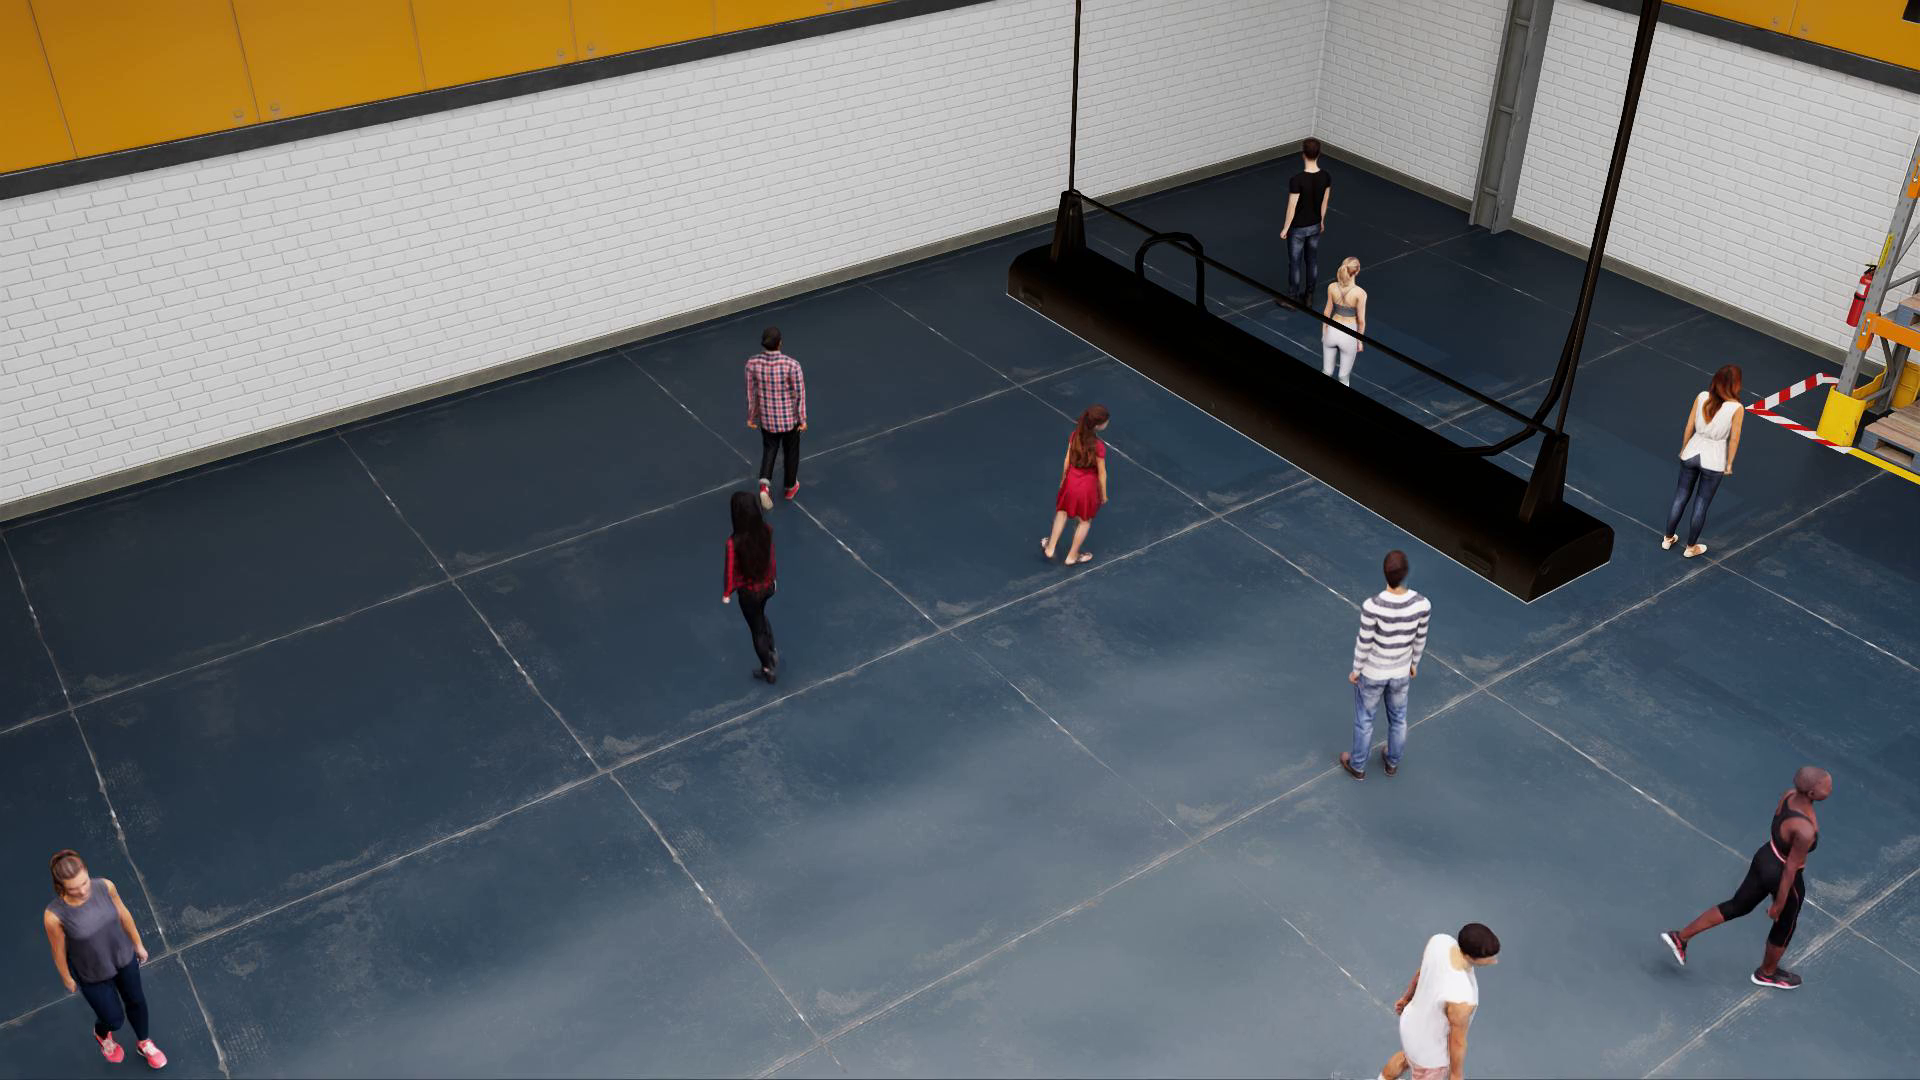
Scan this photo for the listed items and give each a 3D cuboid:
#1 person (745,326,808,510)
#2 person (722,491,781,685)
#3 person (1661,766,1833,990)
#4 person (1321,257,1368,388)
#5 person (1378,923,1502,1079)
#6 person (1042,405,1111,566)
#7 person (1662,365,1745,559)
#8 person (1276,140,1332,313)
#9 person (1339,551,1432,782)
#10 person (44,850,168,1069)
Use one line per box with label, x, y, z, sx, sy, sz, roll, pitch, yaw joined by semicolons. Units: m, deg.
person;-1.612;-1.057;14.607;0.988;1.744;1.045;6;34;9
person;-1.477;0.406;12.496;0.653;1.645;0.661;22;39;29
person;4.790;2.016;9.996;1.085;1.731;1.092;2;34;3
person;3.655;-1.927;15.954;0.591;1.703;0.705;20;38;27
person;2.491;2.655;9.025;0.929;1.742;0.812;-9;35;-14
person;0.984;-0.449;13.890;0.689;1.526;0.883;14;36;20
person;6.254;-0.670;13.988;0.688;1.785;0.504;-27;42;-34
person;3.739;-3.397;17.993;0.729;1.893;0.657;-12;36;-18
person;2.966;0.890;11.582;0.720;1.851;0.708;-3;34;-5
person;-4.922;2.370;9.479;0.780;1.714;0.701;20;39;28
